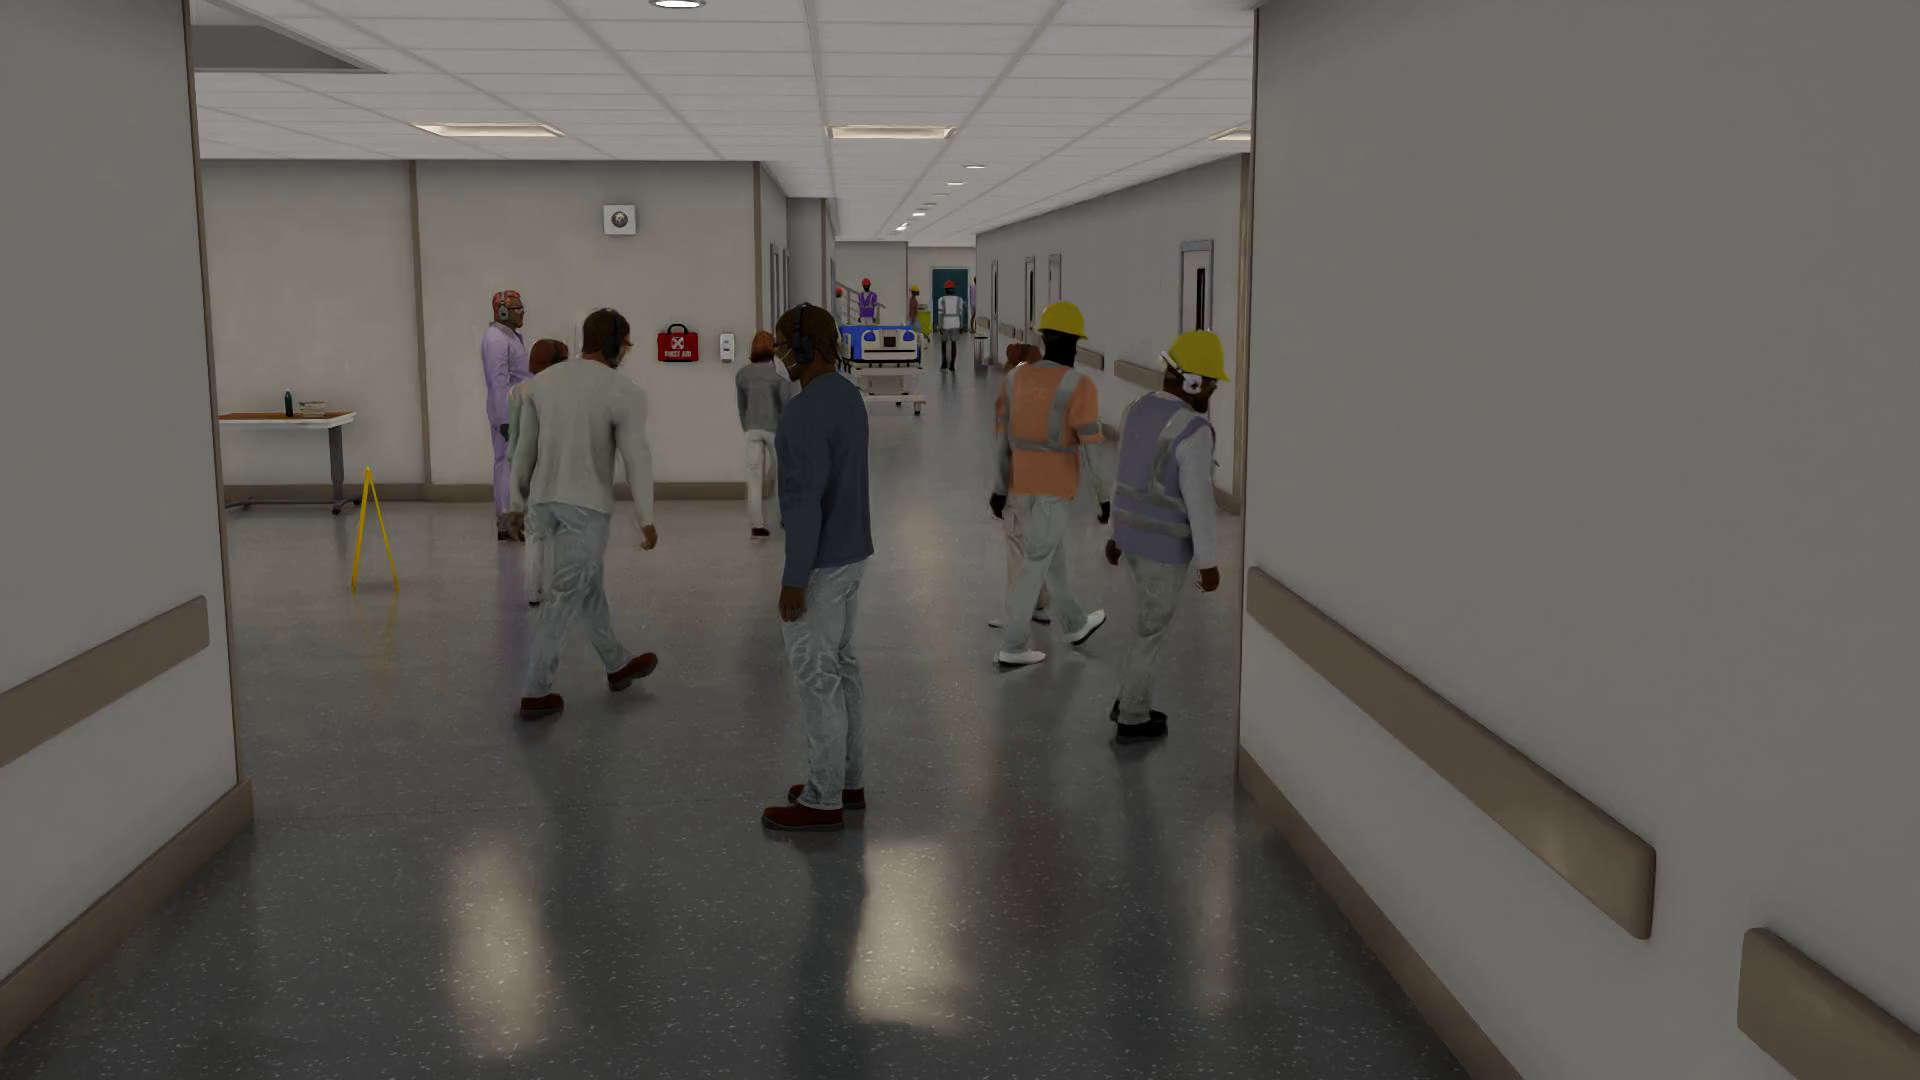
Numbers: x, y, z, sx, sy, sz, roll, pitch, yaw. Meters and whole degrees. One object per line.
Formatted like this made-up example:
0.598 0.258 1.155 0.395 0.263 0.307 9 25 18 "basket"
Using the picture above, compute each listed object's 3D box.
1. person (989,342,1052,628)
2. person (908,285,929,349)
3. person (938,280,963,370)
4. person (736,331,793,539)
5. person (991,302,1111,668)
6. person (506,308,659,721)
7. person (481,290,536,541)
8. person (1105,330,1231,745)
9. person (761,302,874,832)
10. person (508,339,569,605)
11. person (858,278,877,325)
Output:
0.369 -0.309 9.537 0.307 1.645 0.520 7 12 38 "person"
-1.144 -6.064 45.330 0.711 1.741 0.547 -1 9 -7 "person"
-0.213 -4.569 35.447 0.550 1.917 0.594 -1 9 -7 "person"
-1.503 -0.830 12.982 0.502 1.579 0.820 2 9 12 "person"
0.538 -0.299 8.728 0.955 1.873 0.614 -8 12 -43 "person"
-1.735 -0.141 7.790 0.633 1.862 1.006 6 11 31 "person"
-3.434 -0.953 12.765 0.409 1.908 0.639 -1 9 -9 "person"
0.879 0.007 7.091 0.472 1.792 0.671 -4 10 -25 "person"
-0.516 0.097 6.125 0.386 1.928 0.636 2 9 10 "person"
-2.503 -0.409 10.185 0.523 1.637 0.311 1 9 8 "person"
-2.442 -5.886 43.637 0.547 1.937 0.363 4 10 24 "person"
